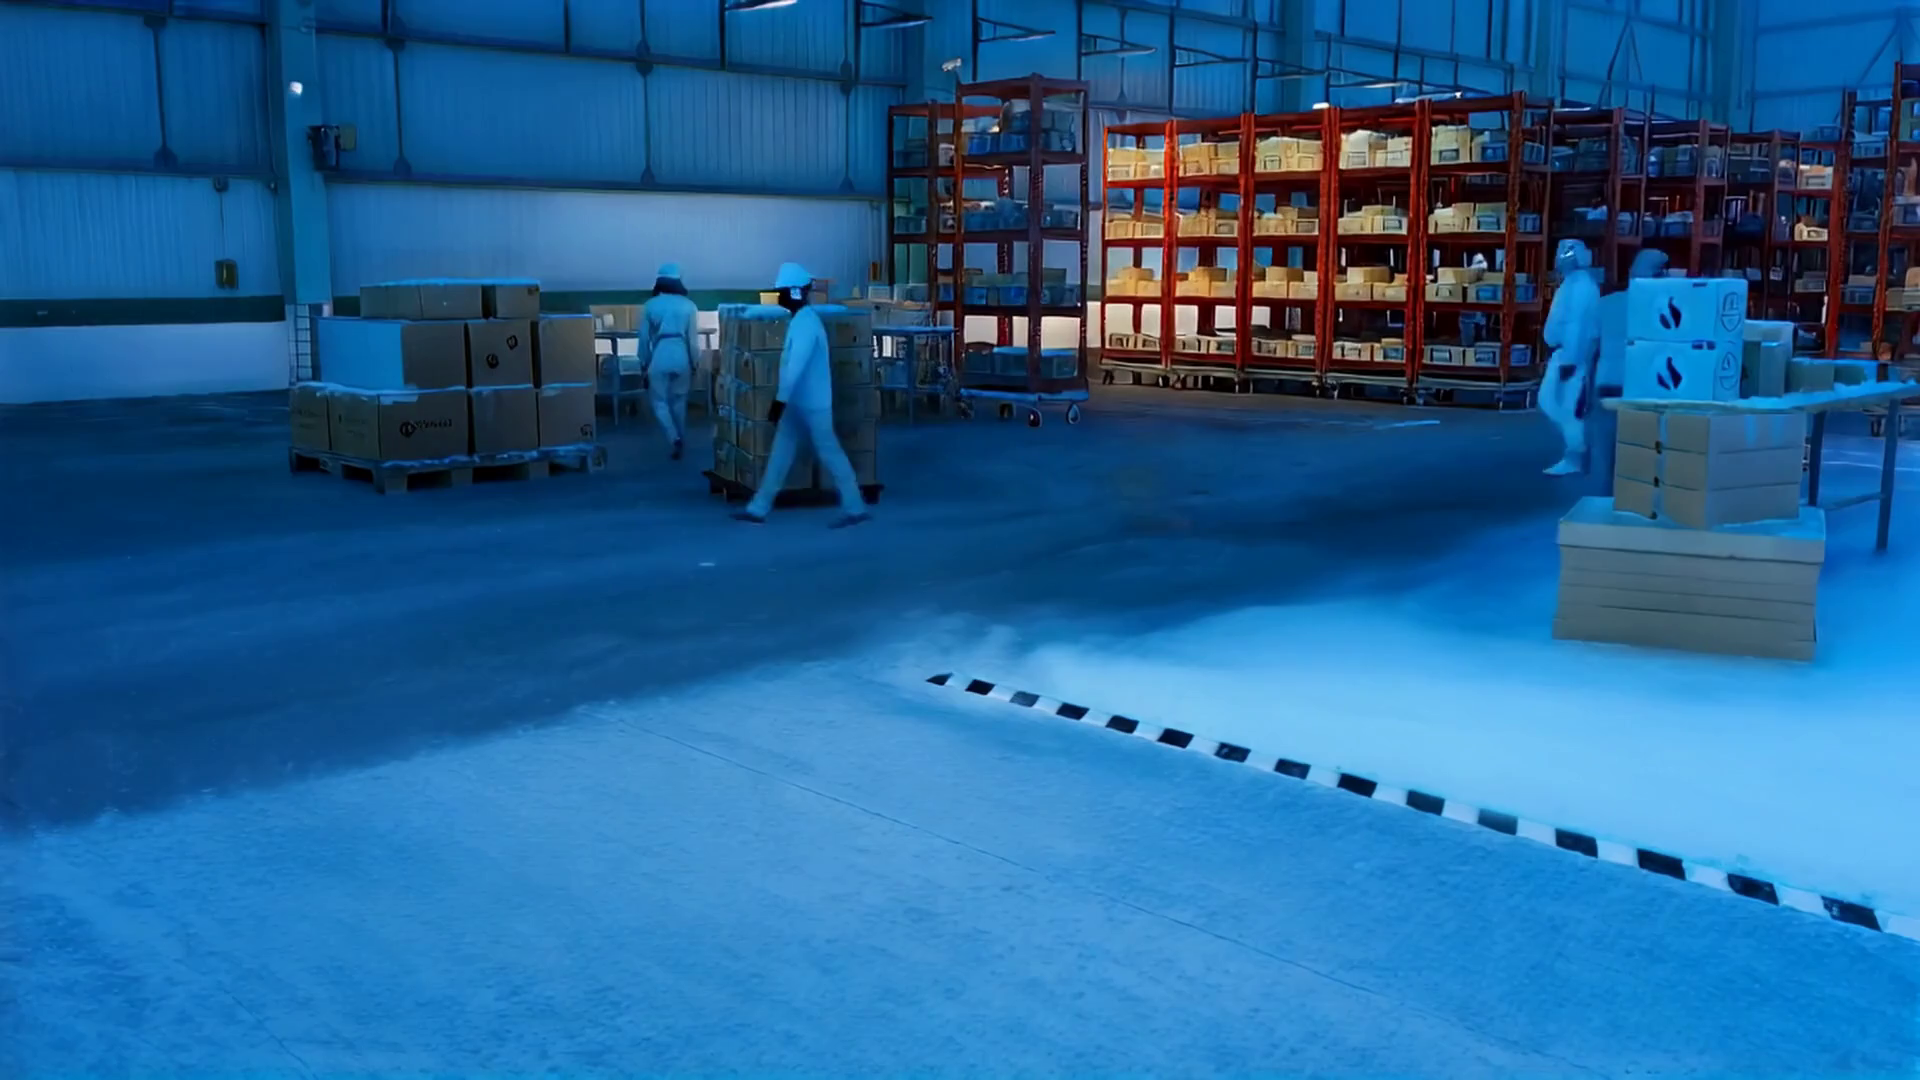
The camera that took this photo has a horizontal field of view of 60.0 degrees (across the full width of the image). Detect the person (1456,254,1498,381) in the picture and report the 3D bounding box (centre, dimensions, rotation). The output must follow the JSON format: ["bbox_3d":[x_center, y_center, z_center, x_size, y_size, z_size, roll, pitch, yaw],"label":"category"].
[{"bbox_3d":[7.373,-3.163,23.770,0.590,1.836,0.404,4,10,24],"label":"person"}]

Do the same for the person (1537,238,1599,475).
[{"bbox_3d":[4.865,-1.457,13.336,0.414,1.895,0.643,2,10,11],"label":"person"}]

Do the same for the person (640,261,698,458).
[{"bbox_3d":[-2.488,-1.532,14.276,0.493,1.712,0.648,-3,10,-18],"label":"person"}]

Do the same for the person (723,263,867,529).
[{"bbox_3d":[-1.025,-0.901,10.577,0.928,1.694,0.570,-2,10,-14],"label":"person"}]

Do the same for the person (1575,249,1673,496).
[{"bbox_3d":[4.167,-0.909,10.368,0.596,1.785,0.937,8,12,39],"label":"person"}]
